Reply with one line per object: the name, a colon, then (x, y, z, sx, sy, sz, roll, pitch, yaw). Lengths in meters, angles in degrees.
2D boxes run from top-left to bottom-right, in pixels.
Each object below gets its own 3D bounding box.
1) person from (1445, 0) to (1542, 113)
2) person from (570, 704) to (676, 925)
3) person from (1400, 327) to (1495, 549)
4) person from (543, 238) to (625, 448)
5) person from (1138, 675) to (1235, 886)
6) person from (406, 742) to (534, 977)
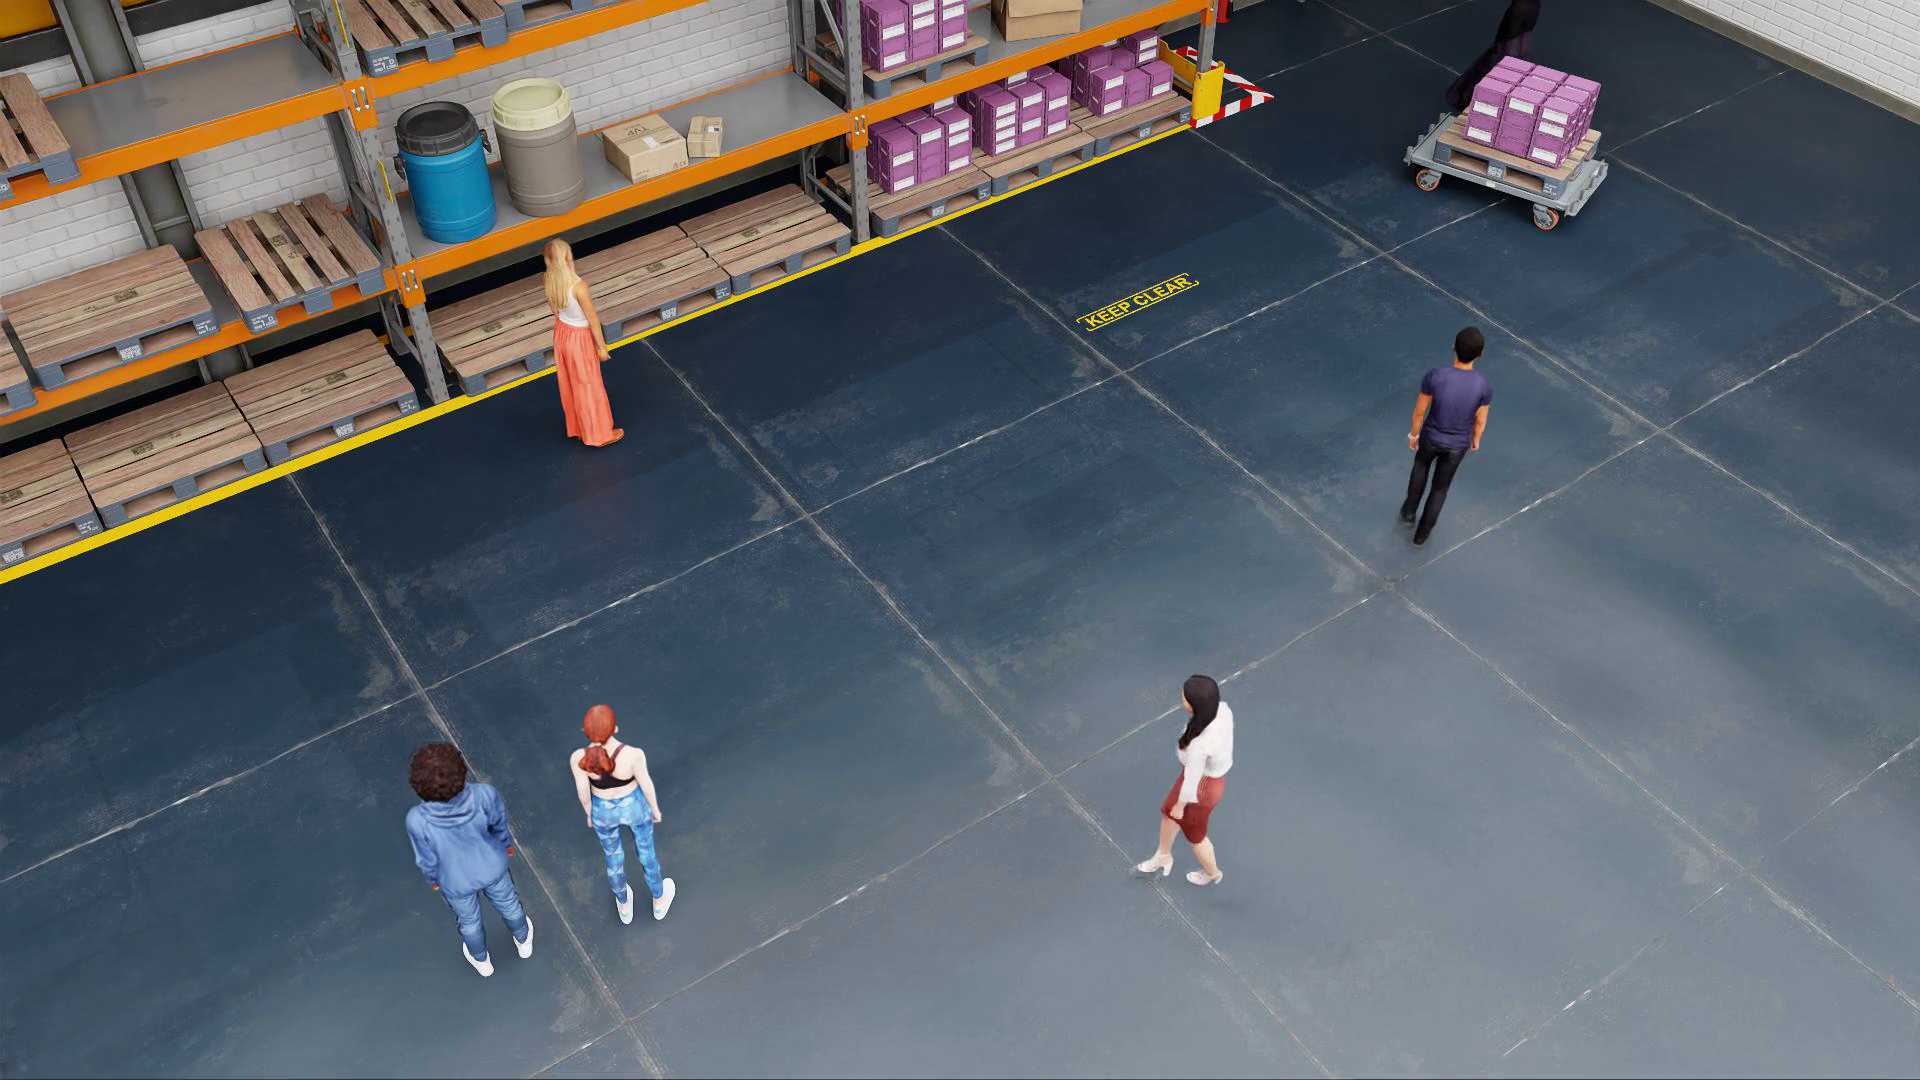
person: (5.342, -4.669, 15.876, 0.775, 1.607, 1.064, 33, 53, 30)
person: (-1.880, 1.528, 9.242, 0.657, 1.785, 0.737, -4, 44, -5)
person: (3.342, -0.647, 11.531, 0.760, 1.778, 0.795, 17, 46, 17)
person: (-2.852, -1.458, 12.365, 0.690, 1.802, 0.675, 28, 50, 26)
person: (1.345, 1.411, 9.412, 0.882, 1.722, 0.826, 13, 45, 14)
person: (-2.656, 1.738, 9.003, 0.533, 1.811, 0.753, -21, 48, -21)
